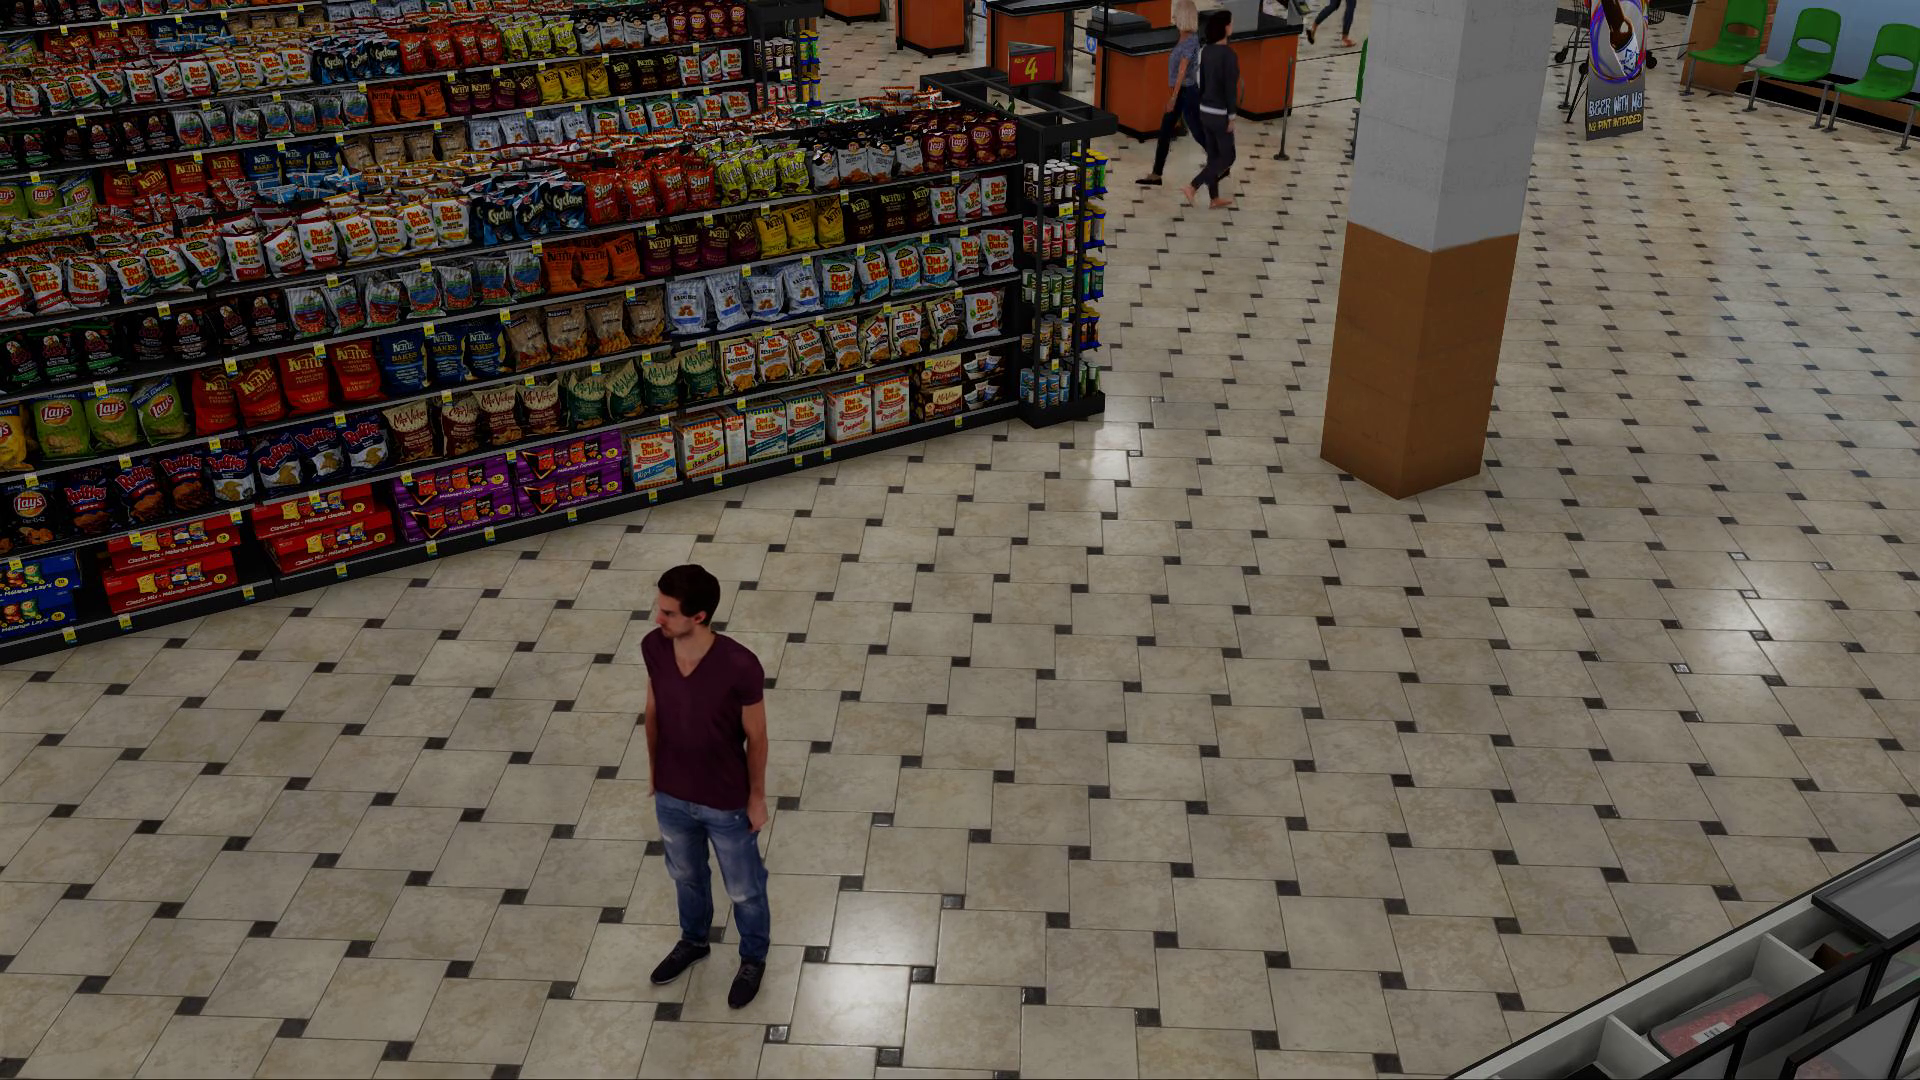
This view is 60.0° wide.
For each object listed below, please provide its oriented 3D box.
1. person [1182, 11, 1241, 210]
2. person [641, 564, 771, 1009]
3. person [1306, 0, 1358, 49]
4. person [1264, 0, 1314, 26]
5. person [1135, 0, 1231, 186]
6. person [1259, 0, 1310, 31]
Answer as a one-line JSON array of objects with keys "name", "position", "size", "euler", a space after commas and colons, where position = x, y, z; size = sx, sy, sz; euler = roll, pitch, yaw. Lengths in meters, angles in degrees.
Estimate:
[{"name": "person", "position": [2.202, -3.727, 14.601], "size": [0.904, 1.752, 0.633], "euler": [-18, 33, -29]}, {"name": "person", "position": [-0.920, 0.878, 6.064], "size": [0.737, 1.851, 0.754], "euler": [13, 31, 22]}, {"name": "person", "position": [4.669, -6.953, 20.494], "size": [0.982, 1.766, 0.616], "euler": [-17, 33, -29]}, {"name": "person", "position": [4.339, -7.722, 21.810], "size": [0.996, 1.856, 0.670], "euler": [-16, 32, -26]}, {"name": "person", "position": [2.159, -4.046, 15.258], "size": [1.181, 1.682, 0.900], "euler": [-2, 29, -4]}, {"name": "person", "position": [4.063, -7.206, 21.005], "size": [1.001, 1.722, 1.118], "euler": [15, 32, 26]}]
